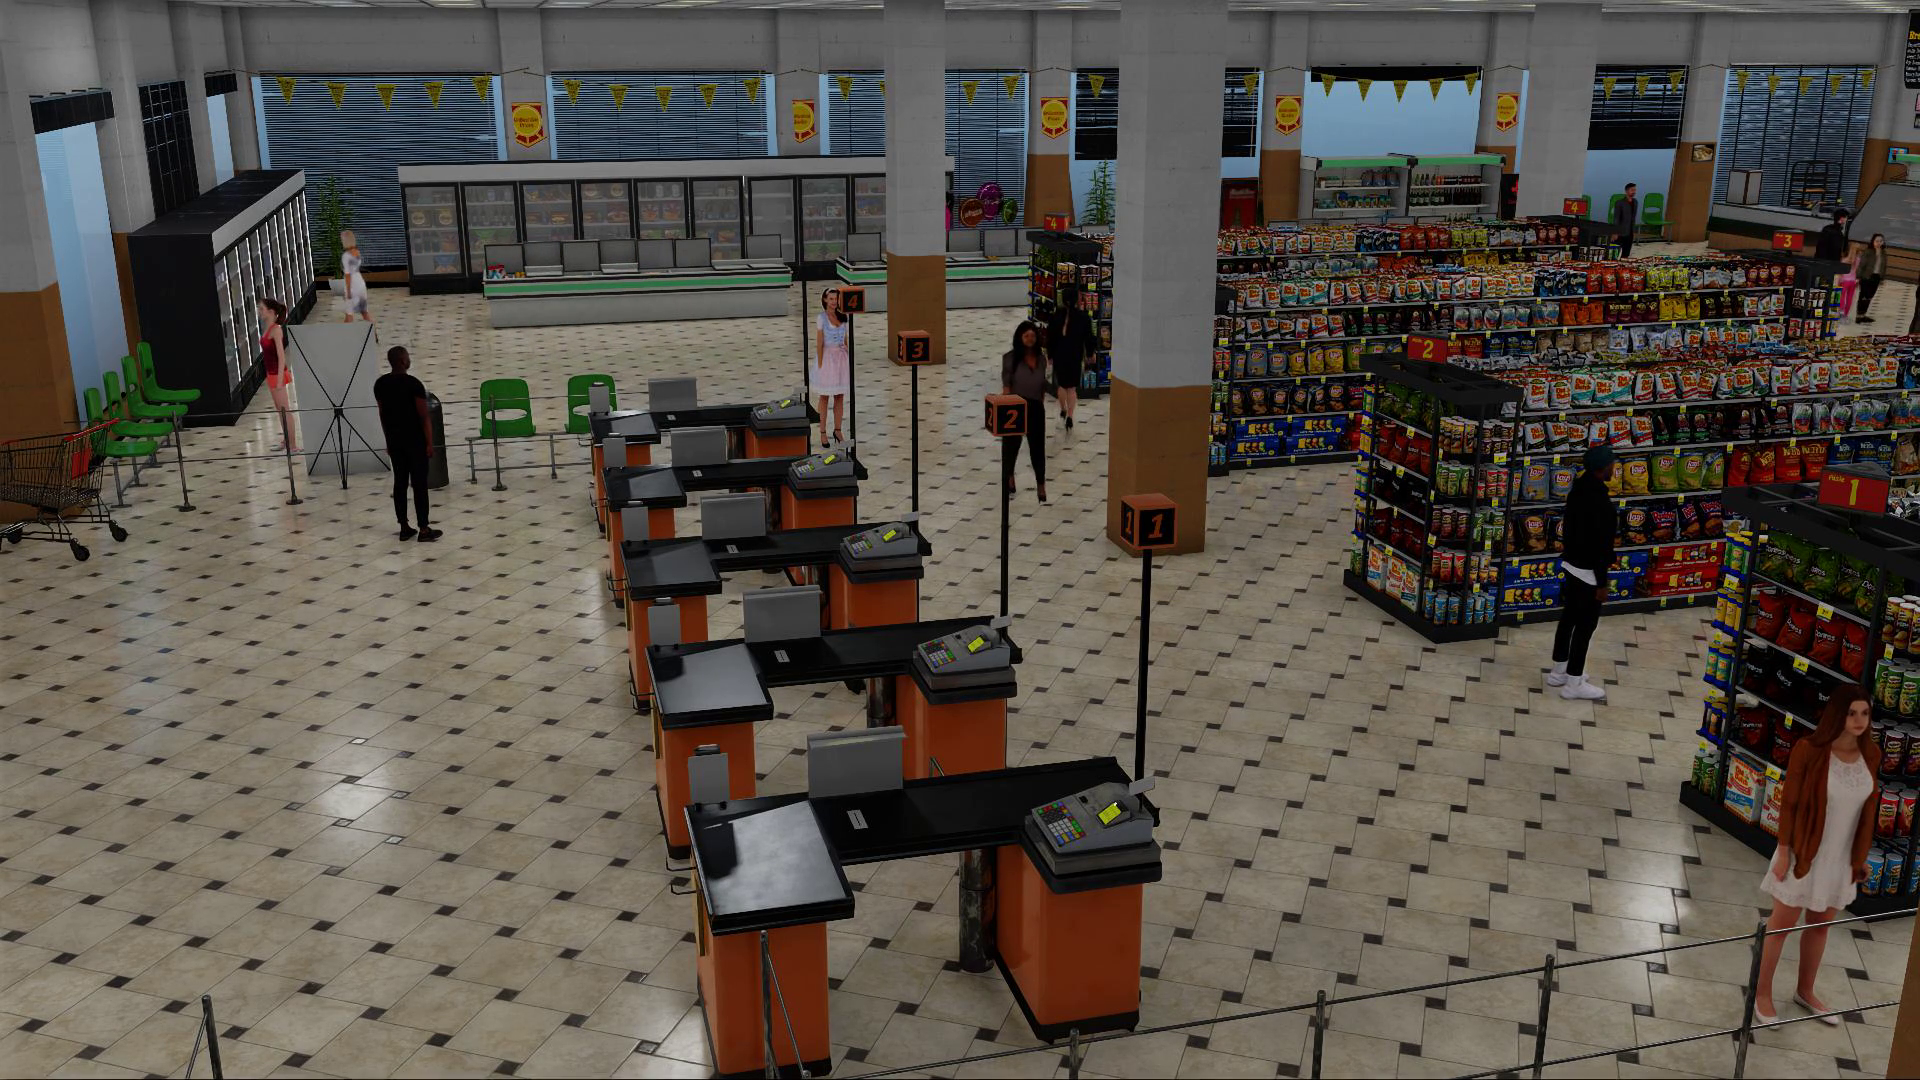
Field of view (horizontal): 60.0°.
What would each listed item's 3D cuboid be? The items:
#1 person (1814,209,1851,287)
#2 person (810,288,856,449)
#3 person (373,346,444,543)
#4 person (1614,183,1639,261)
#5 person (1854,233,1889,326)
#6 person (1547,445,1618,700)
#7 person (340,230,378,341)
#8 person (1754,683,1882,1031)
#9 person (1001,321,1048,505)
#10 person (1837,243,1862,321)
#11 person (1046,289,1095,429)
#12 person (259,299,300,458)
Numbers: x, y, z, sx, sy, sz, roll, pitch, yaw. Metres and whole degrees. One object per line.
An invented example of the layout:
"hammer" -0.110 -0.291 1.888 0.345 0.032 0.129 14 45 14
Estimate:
"person" 14.123 -4.516 27.310 0.796 1.814 0.840 1 17 4
"person" -1.445 -1.965 18.904 0.782 1.816 0.866 -12 20 -34
"person" -5.109 -0.889 15.355 0.689 1.819 0.812 5 18 15
"person" 12.587 -5.817 31.498 0.579 1.871 0.788 -8 19 -24
"person" 14.784 -4.244 27.017 0.689 1.464 0.787 -3 17 -10
"person" 4.401 0.212 11.731 0.638 1.818 0.700 -2 17 -5
"person" -9.049 -3.782 25.017 0.909 1.741 0.803 5 18 17
"person" 4.020 1.456 7.800 0.561 1.722 0.718 -1 17 -4
"person" 0.593 -1.270 16.664 1.086 1.789 0.705 -4 17 -14
"person" 14.626 -4.239 27.347 0.607 1.262 0.670 7 18 22
"person" 1.282 -2.092 19.645 1.119 1.629 1.016 2 17 6
"person" -7.619 -1.830 18.568 0.631 1.754 0.626 -9 19 -28
